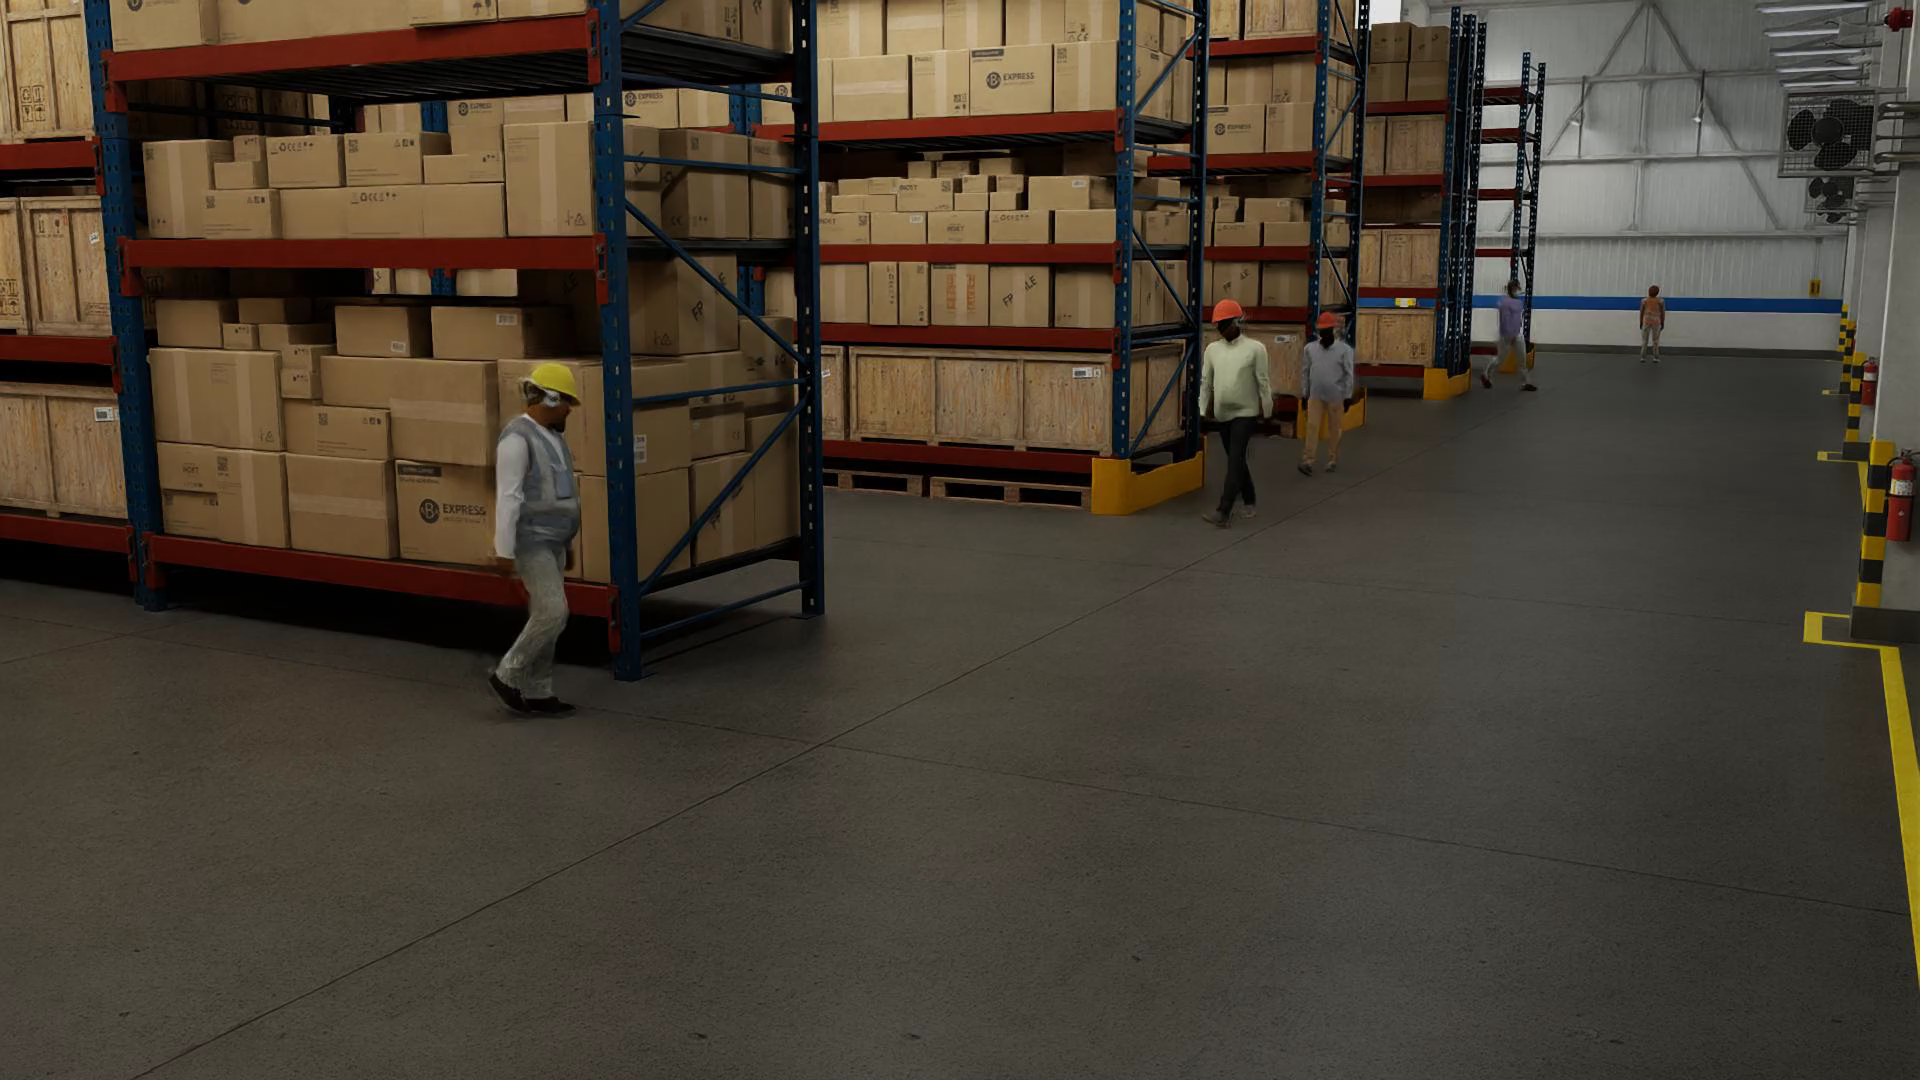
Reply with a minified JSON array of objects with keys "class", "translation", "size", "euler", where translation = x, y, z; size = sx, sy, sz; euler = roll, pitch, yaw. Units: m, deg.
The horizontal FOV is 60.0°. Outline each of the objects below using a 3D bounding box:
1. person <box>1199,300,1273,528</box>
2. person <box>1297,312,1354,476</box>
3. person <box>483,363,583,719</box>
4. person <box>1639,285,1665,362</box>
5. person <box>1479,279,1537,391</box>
[{"class":"person","translation":[2.356,-1.088,14.311],"size":[0.632,1.932,1.033],"euler":[8,13,39]},{"class":"person","translation":[3.808,-1.517,17.397],"size":[0.590,1.704,0.866],"euler":[5,11,27]},{"class":"person","translation":[-2.100,0.018,8.327],"size":[0.412,1.779,0.660],"euler":[1,10,7]},{"class":"person","translation":[14.768,-4.606,35.502],"size":[0.514,1.641,0.308],"euler":[6,11,30]},{"class":"person","translation":[9.329,-3.479,28.247],"size":[0.625,1.900,0.969],"euler":[-7,12,-36]}]
